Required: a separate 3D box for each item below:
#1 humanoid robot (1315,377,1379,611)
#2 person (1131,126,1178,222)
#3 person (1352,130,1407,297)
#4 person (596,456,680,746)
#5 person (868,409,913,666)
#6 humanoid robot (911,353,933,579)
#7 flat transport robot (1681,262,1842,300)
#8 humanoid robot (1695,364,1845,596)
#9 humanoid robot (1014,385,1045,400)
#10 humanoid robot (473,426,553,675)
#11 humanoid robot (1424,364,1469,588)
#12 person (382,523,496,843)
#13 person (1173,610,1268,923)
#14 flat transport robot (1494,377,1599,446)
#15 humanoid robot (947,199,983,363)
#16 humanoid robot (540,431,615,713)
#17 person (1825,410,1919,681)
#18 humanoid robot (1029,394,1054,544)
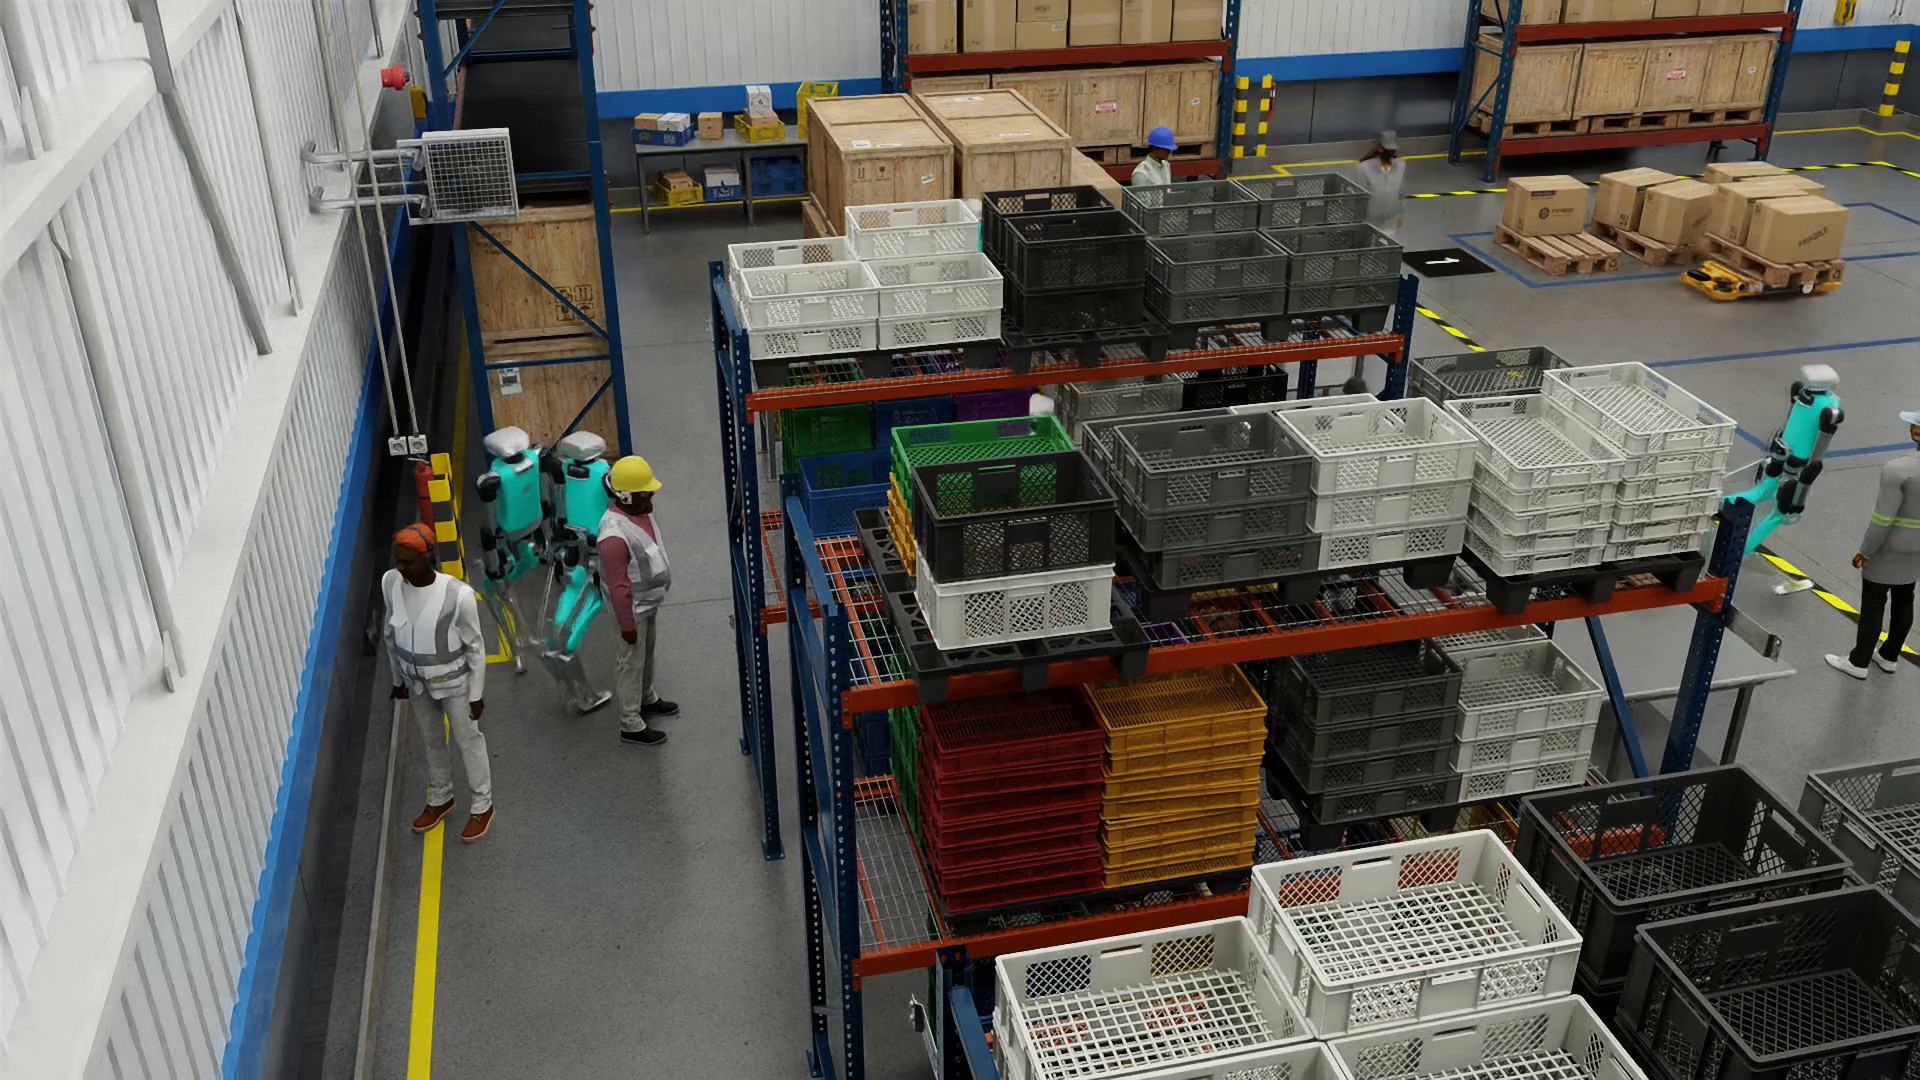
[{"bbox_3d":[2.582,-0.293,11.133,0.589,1.648,0.690,-3,28,-6],"label":"humanoid robot"},{"bbox_3d":[1.839,-3.002,15.956,0.412,1.939,0.602,17,32,30],"label":"person"},{"bbox_3d":[4.137,-3.232,16.581,0.572,1.753,0.468,-7,29,-12],"label":"person"},{"bbox_3d":[-1.882,0.343,9.734,0.405,1.823,0.589,3,28,5],"label":"person"},{"bbox_3d":[-0.388,-0.011,10.177,0.386,2.033,0.604,8,29,15],"label":"person"},{"bbox_3d":[-0.218,-0.515,11.506,0.325,1.653,0.595,6,28,12],"label":"humanoid robot"},{"bbox_3d":[8.295,-2.733,17.202,1.431,0.197,0.652,-6,28,-12],"label":"flat transport robot"},{"bbox_3d":[5.355,-0.342,11.157,1.048,1.742,0.542,0,28,-1],"label":"humanoid robot"},{"bbox_3d":[0.404,-0.283,11.076,0.309,1.656,0.611,-10,29,-18],"label":"humanoid robot"},{"bbox_3d":[-2.878,0.056,10.384,0.841,1.786,0.612,18,33,30],"label":"humanoid robot"},{"bbox_3d":[3.378,-0.428,11.356,0.482,1.639,0.599,7,29,12],"label":"humanoid robot"},{"bbox_3d":[-2.785,0.763,8.869,0.572,1.883,0.354,9,29,17],"label":"person"},{"bbox_3d":[1.220,1.167,8.159,0.622,1.835,0.431,-17,32,-29],"label":"person"},{"bbox_3d":[4.780,-1.036,14.013,0.659,0.231,1.431,-6,28,-12],"label":"flat transport robot"},{"bbox_3d":[-0.037,-1.978,14.275,0.712,1.815,0.592,-23,36,-37],"label":"humanoid robot"},{"bbox_3d":[-2.328,0.279,9.946,0.539,1.771,0.766,15,31,26],"label":"humanoid robot"},{"bbox_3d":[5.820,0.005,10.339,0.599,1.850,0.389,-8,29,-14],"label":"person"},{"bbox_3d":[0.590,-0.205,10.847,0.637,1.760,0.777,20,34,32],"label":"humanoid robot"}]
